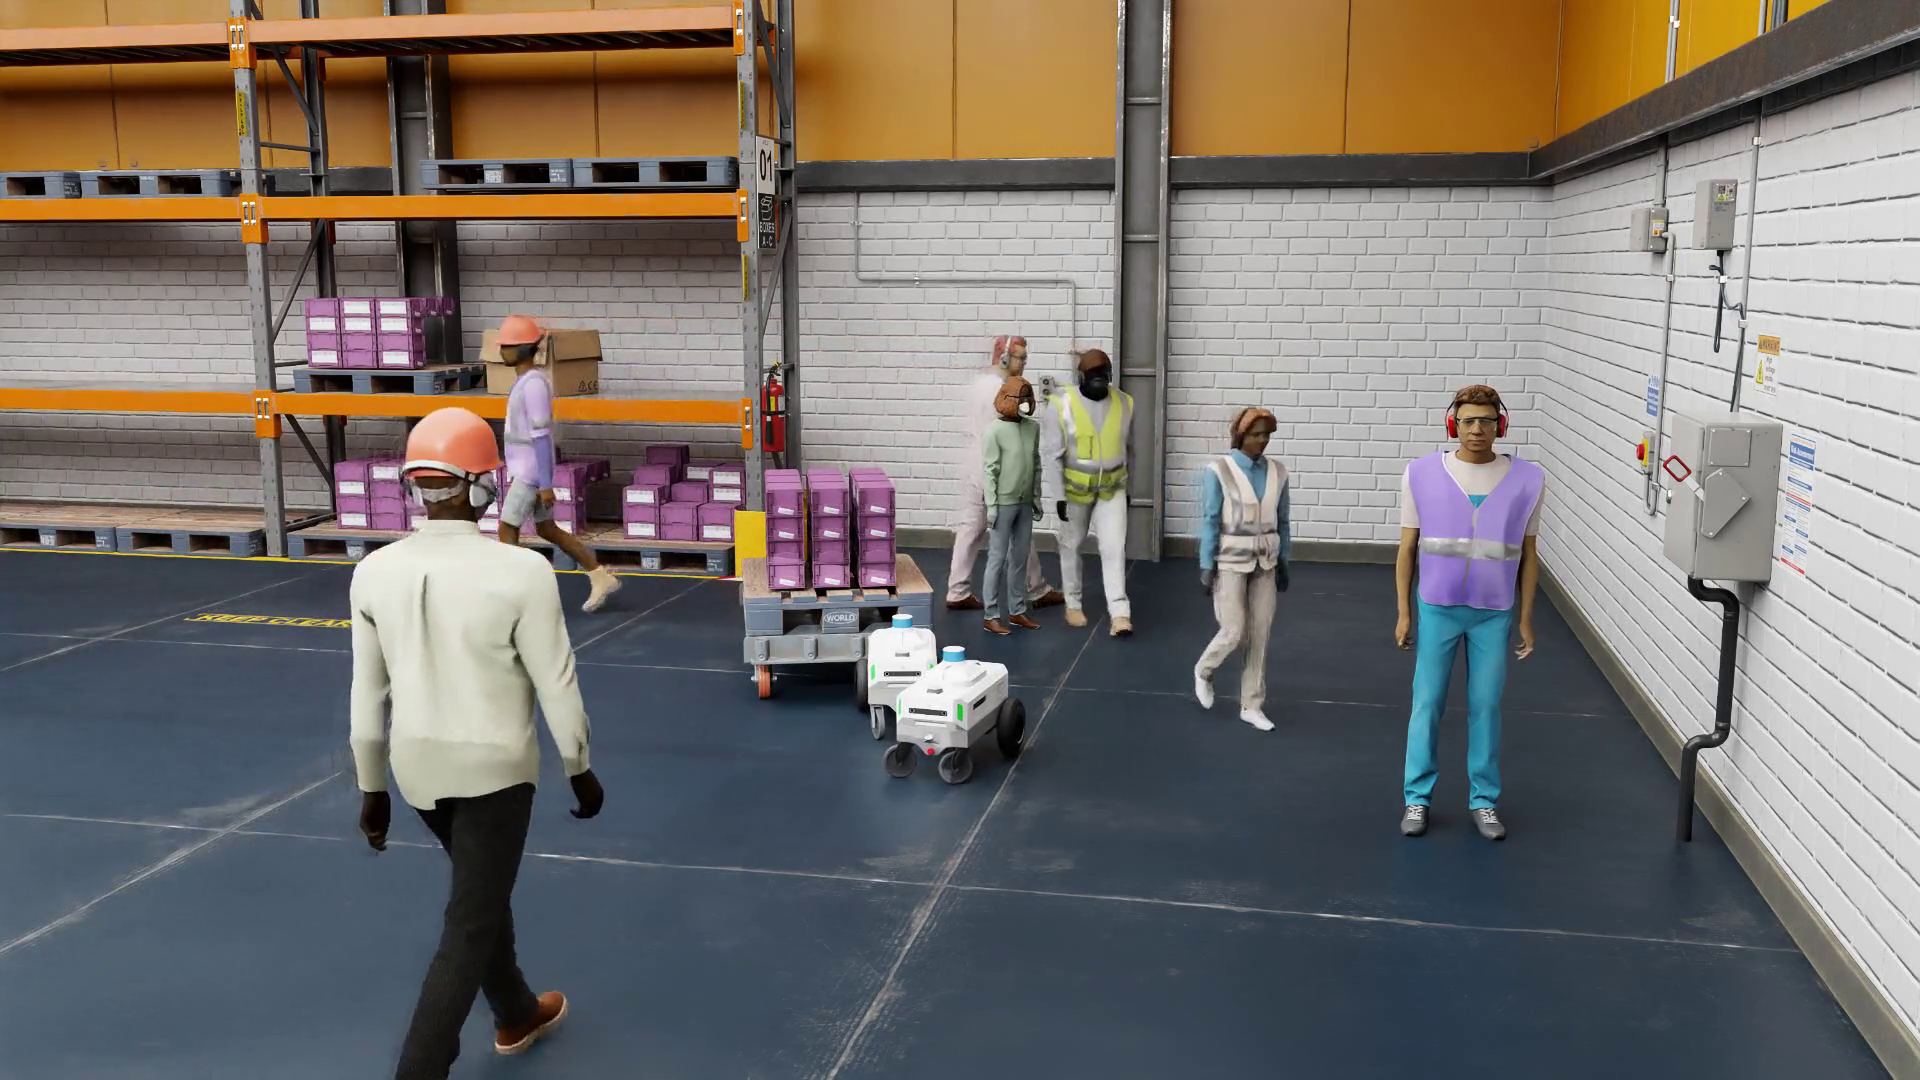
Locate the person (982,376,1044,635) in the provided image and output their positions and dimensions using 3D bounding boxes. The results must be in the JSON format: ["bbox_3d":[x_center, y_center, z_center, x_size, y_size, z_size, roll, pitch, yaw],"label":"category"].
[{"bbox_3d":[0.329,-0.220,10.488,0.279,1.624,0.494,9,13,42],"label":"person"}]

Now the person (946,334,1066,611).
[{"bbox_3d":[0.318,-0.437,11.104,0.926,1.848,0.651,-2,10,-13],"label":"person"}]

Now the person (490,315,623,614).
[{"bbox_3d":[-2.735,-0.465,10.838,0.998,2.013,0.617,-3,10,-15],"label":"person"}]

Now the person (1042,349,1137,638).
[{"bbox_3d":[0.840,-0.286,10.371,0.630,1.788,0.955,-2,10,-11],"label":"person"}]

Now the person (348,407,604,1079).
[{"bbox_3d":[-1.343,0.619,4.484,0.614,1.950,1.028,4,10,21],"label":"person"}]

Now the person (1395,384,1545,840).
[{"bbox_3d":[2.054,0.288,6.754,0.565,1.846,0.390,1,10,9],"label":"person"}]

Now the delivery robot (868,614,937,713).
[{"bbox_3d":[-0.288,0.618,8.367,0.477,0.478,0.707,0,9,-2],"label":"delivery robot"}]

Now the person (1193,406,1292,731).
[{"bbox_3d":[1.408,0.134,8.334,0.529,1.621,0.426,-5,10,-26],"label":"person"}]

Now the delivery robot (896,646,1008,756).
[{"bbox_3d":[-0.029,0.734,7.668,0.477,0.478,0.707,3,10,19],"label":"delivery robot"}]
